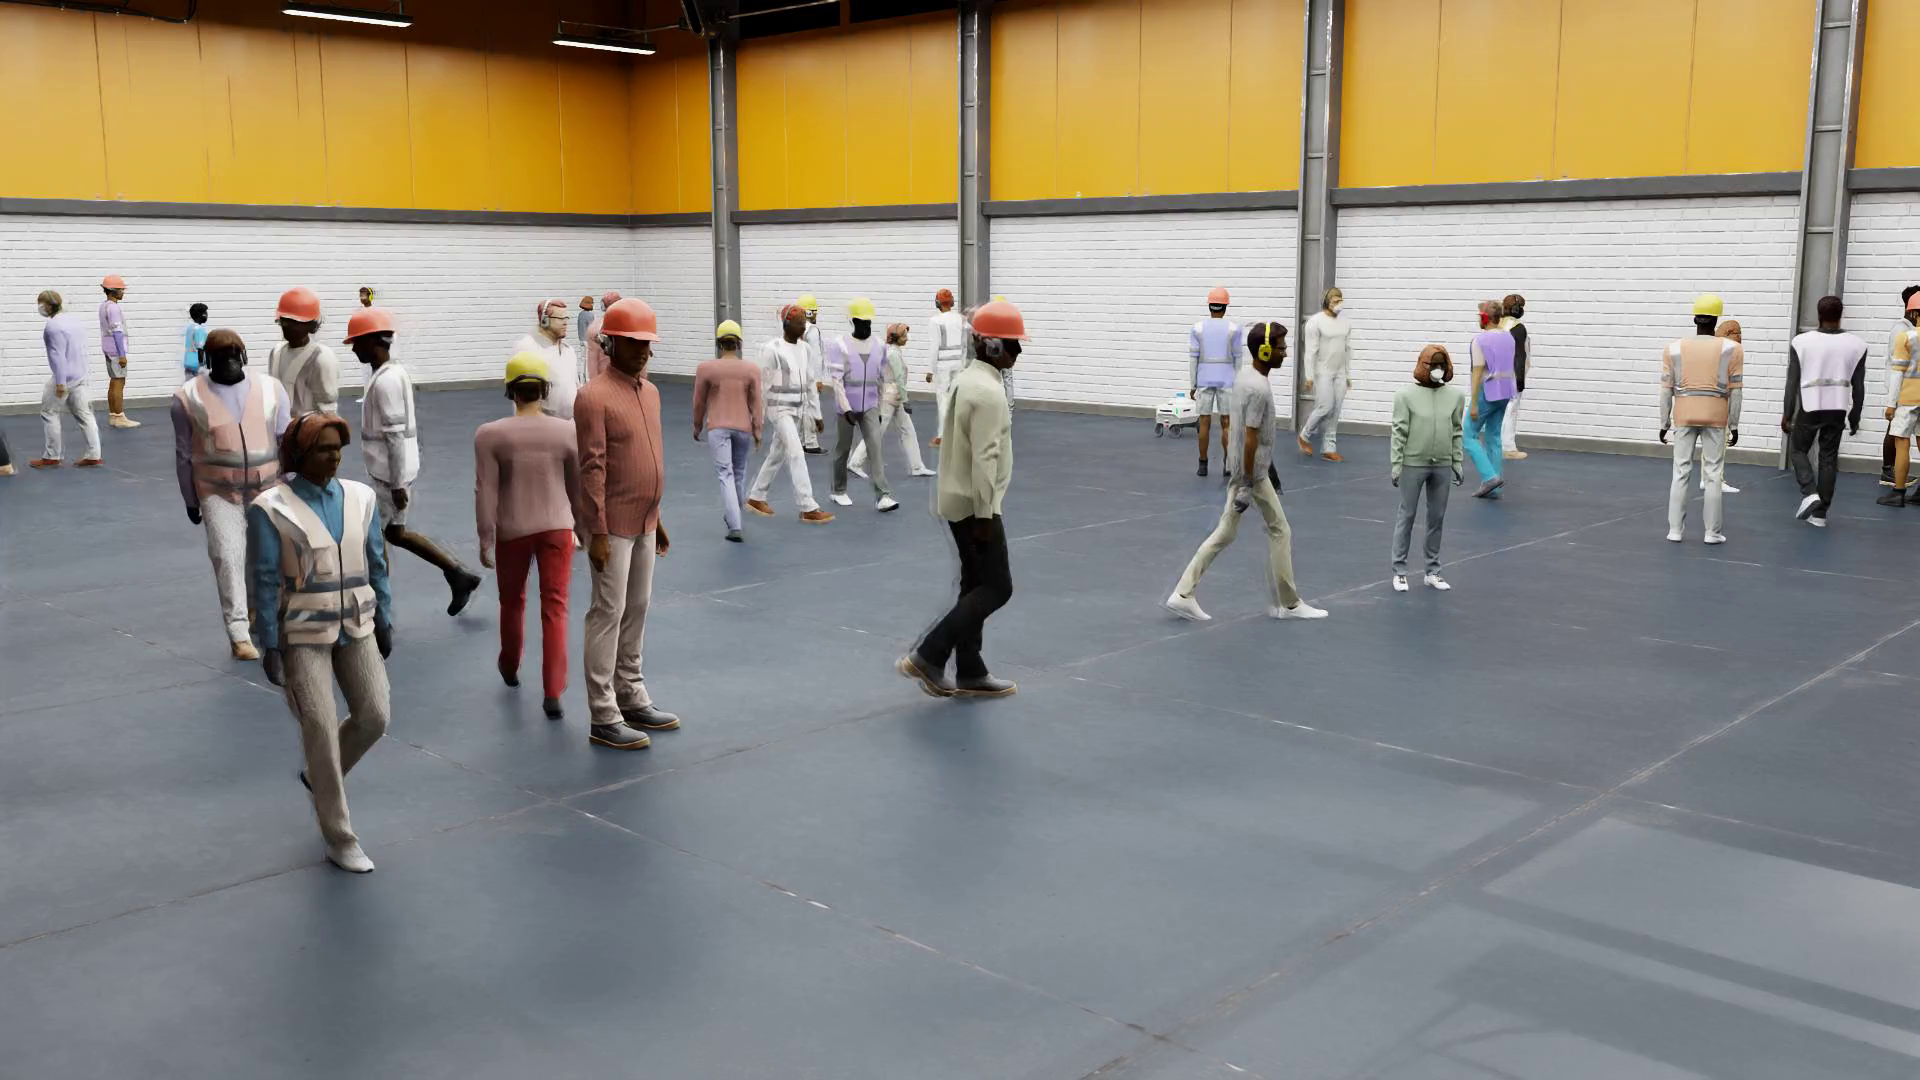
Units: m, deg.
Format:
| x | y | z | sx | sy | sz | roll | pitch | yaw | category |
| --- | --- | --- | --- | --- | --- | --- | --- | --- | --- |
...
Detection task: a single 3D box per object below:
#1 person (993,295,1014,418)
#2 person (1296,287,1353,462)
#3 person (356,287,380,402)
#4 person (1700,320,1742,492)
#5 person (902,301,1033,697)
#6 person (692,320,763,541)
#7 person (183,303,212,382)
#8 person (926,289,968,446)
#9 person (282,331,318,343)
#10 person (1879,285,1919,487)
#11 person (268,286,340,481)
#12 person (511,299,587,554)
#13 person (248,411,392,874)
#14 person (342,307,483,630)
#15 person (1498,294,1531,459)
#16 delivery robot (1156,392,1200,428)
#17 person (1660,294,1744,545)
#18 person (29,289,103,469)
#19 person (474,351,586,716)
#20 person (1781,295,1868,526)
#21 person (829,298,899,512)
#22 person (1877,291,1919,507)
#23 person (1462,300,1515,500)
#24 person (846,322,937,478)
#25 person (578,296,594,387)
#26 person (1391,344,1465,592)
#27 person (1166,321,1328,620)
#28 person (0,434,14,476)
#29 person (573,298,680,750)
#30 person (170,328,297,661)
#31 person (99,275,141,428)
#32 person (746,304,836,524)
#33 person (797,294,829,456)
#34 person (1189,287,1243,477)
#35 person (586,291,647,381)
| x | y | z | sx | sy | sz | roll | pitch | yaw | category |
| --- | --- | --- | --- | --- | --- | --- | --- | --- | --- |
| 0.560 | -2.583 | 23.557 | 0.487 | 1.746 | 0.288 | -6 | 11 | -32 | person |
| 4.046 | -1.817 | 18.328 | 0.629 | 1.925 | 0.479 | -6 | 11 | -33 | person |
| -9.354 | -3.121 | 26.574 | 0.508 | 1.846 | 0.671 | 7 | 12 | 37 | person |
| 7.287 | -1.275 | 15.873 | 0.279 | 1.634 | 0.498 | 0 | 9 | 3 | person |
| 0.062 | -0.170 | 8.059 | 0.579 | 1.968 | 0.664 | -2 | 10 | -15 | person |
| -1.842 | -0.875 | 13.175 | 0.528 | 1.718 | 0.894 | -4 | 10 | -23 | person |
| -9.927 | -2.282 | 21.903 | 0.721 | 1.665 | 0.546 | -8 | 12 | -41 | person |
| -0.157 | -2.053 | 19.874 | 0.572 | 1.886 | 0.354 | -8 | 12 | -40 | person |
| -8.654 | -2.353 | 21.902 | 0.487 | 1.825 | 0.649 | -7 | 12 | -37 | person |
| 9.273 | -1.513 | 16.316 | 0.361 | 1.963 | 0.613 | 7 | 12 | 37 | person |
| -4.120 | -0.568 | 10.389 | 0.717 | 2.008 | 0.624 | 8 | 12 | 39 | person |
| -3.030 | -0.846 | 12.446 | 0.441 | 1.897 | 0.686 | 4 | 10 | 24 | person |
| -2.280 | 0.346 | 5.961 | 0.594 | 1.625 | 0.533 | 7 | 12 | 37 | person |
| -3.281 | -0.415 | 9.803 | 0.773 | 1.913 | 0.551 | -2 | 10 | -14 | person |
| 6.165 | -1.831 | 18.654 | 0.429 | 1.841 | 0.634 | -2 | 9 | -11 | person |
| 2.788 | -1.628 | 21.050 | 0.477 | 0.478 | 0.707 | 7 | 12 | 38 | delivery robot |
| 5.704 | -0.924 | 12.824 | 0.585 | 1.929 | 0.377 | 6 | 11 | 31 | person |
| -9.535 | -1.680 | 17.545 | 0.842 | 1.895 | 0.679 | -1 | 9 | -5 | person |
| -2.077 | -0.050 | 8.095 | 0.549 | 1.718 | 0.908 | -3 | 10 | -20 | person |
| 7.117 | -1.062 | 13.735 | 0.629 | 1.899 | 0.455 | 2 | 9 | 13 | person |
| -0.874 | -1.190 | 14.613 | 0.584 | 1.863 | 0.999 | -5 | 10 | -28 | person |
| 8.509 | -1.249 | 14.830 | 0.538 | 1.929 | 0.380 | -2 | 9 | -10 | person |
| 4.847 | -1.272 | 15.245 | 0.559 | 1.834 | 0.434 | -6 | 11 | -33 | person |
| -0.729 | -1.412 | 16.865 | 0.913 | 1.588 | 0.516 | 0 | 9 | 0 | person |
| -6.603 | -3.503 | 29.533 | 0.281 | 1.631 | 0.504 | -8 | 12 | -40 | person |
| 3.077 | -0.472 | 10.957 | 0.507 | 1.631 | 0.268 | -2 | 9 | -9 | person |
| 1.712 | -0.398 | 9.947 | 0.976 | 1.822 | 0.496 | -1 | 9 | -8 | person |
| -10.205 | -1.651 | 16.938 | 1.009 | 2.000 | 0.692 | -2 | 9 | -12 | person |
| -1.486 | -0.080 | 7.453 | 0.392 | 1.991 | 0.612 | 3 | 10 | 18 | person |
| -4.036 | -0.284 | 9.281 | 0.624 | 1.814 | 0.854 | -6 | 11 | -34 | person |
| -11.229 | -2.509 | 22.191 | 0.378 | 2.040 | 0.614 | -7 | 12 | -38 | person |
| -1.482 | -1.071 | 14.050 | 0.983 | 1.832 | 0.581 | 5 | 11 | 29 | person |
| -1.738 | -1.871 | 18.918 | 0.404 | 1.830 | 0.603 | -7 | 12 | -38 | person |
| 2.616 | -1.613 | 17.016 | 0.547 | 1.937 | 0.379 | 2 | 10 | 13 | person |
| -3.686 | -1.736 | 17.915 | 0.658 | 1.889 | 0.568 | -4 | 10 | -21 | person |
